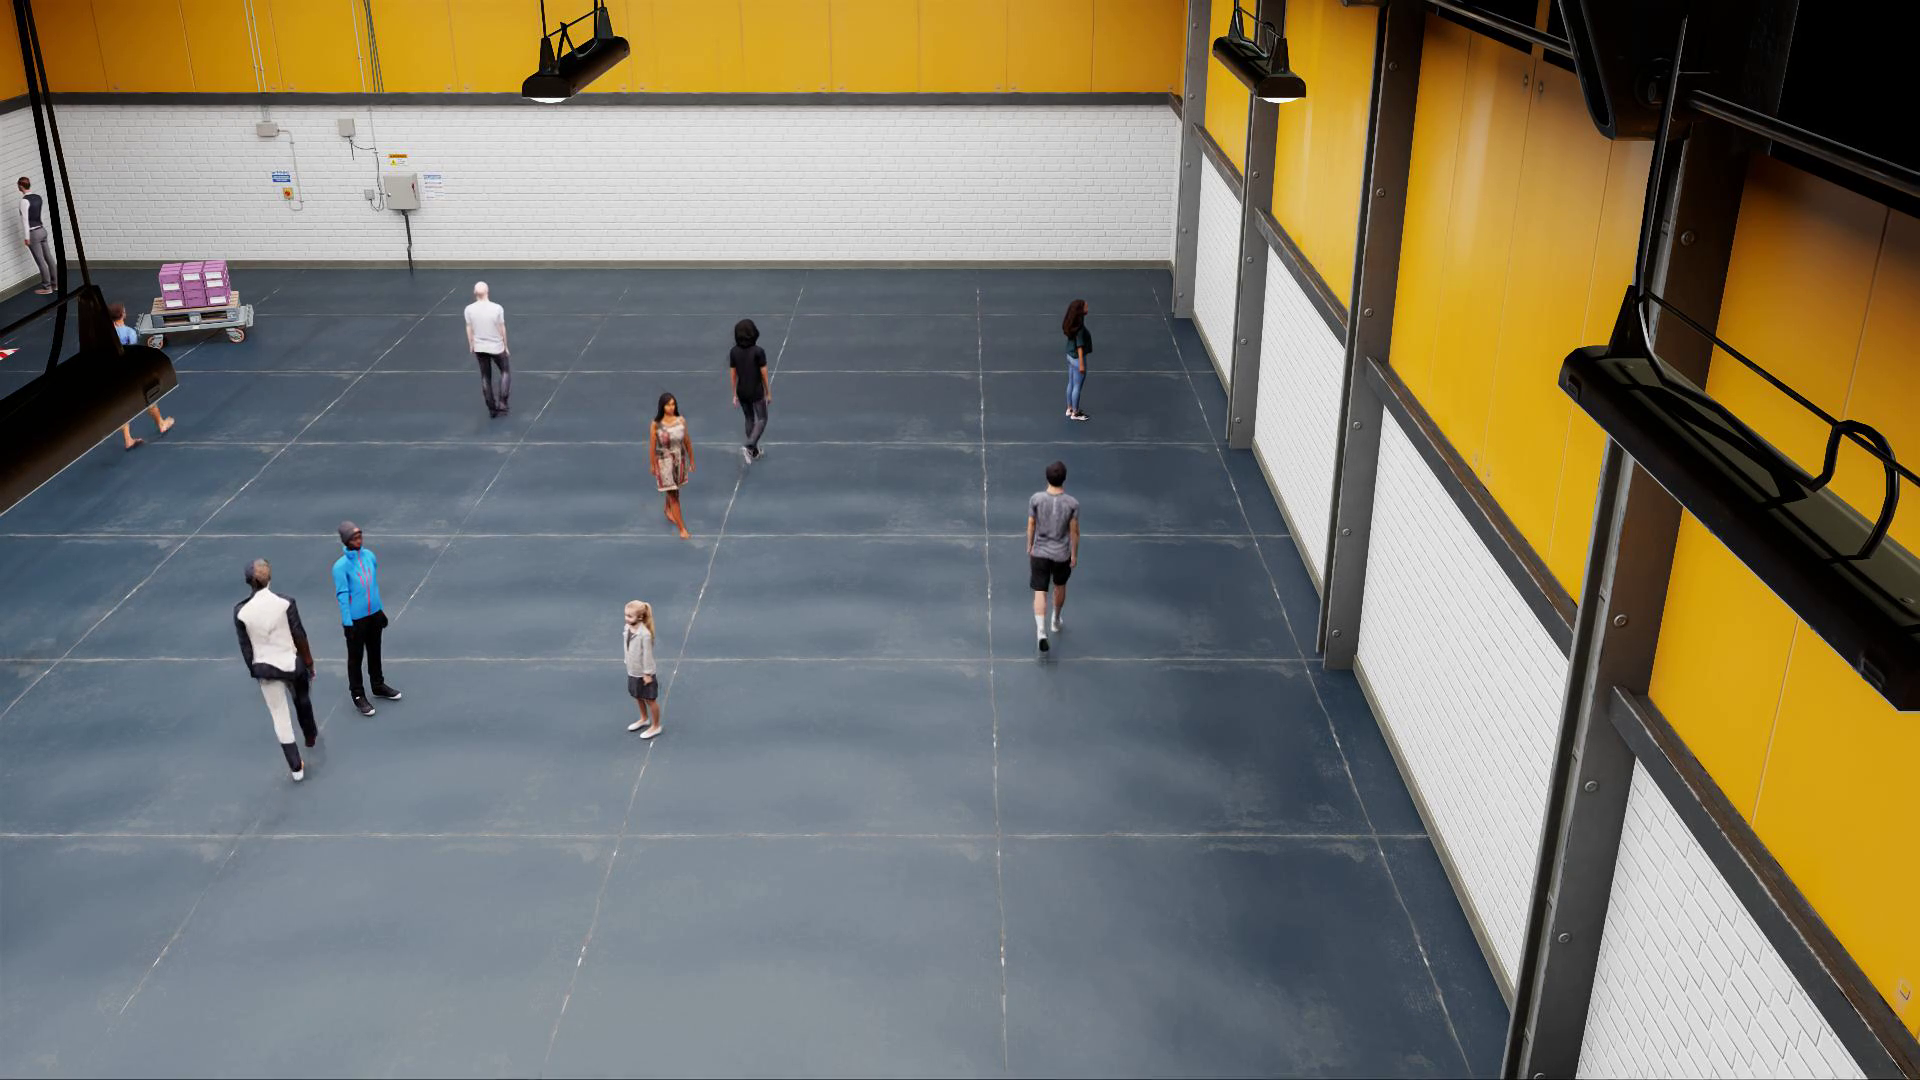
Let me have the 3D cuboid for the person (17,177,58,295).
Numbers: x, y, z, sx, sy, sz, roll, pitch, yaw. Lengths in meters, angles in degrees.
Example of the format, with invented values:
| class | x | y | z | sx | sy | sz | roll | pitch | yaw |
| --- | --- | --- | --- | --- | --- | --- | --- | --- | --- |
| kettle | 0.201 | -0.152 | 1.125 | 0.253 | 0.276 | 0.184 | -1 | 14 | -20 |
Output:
| class | x | y | z | sx | sy | sz | roll | pitch | yaw |
| --- | --- | --- | --- | --- | --- | --- | --- | --- | --- |
| person | -15.511 | -5.138 | 27.941 | 0.712 | 1.937 | 0.497 | 2 | 24 | 4 |

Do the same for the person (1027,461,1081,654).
| class | x | y | z | sx | sy | sz | roll | pitch | yaw |
| --- | --- | --- | --- | --- | --- | --- | --- | --- | --- |
| person | 0.859 | 0.174 | 15.914 | 0.769 | 1.839 | 1.156 | 3 | 24 | 7 |

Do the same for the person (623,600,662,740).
| class | x | y | z | sx | sy | sz | roll | pitch | yaw |
| --- | --- | --- | --- | --- | --- | --- | --- | --- | --- |
| person | -2.770 | 1.108 | 14.481 | 0.598 | 1.275 | 0.656 | 21 | 31 | 39 |

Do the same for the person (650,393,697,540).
| class | x | y | z | sx | sy | sz | roll | pitch | yaw |
| --- | --- | --- | --- | --- | --- | --- | --- | --- | --- |
| person | -3.250 | -0.870 | 18.599 | 0.997 | 1.599 | 1.207 | -14 | 27 | -28 |

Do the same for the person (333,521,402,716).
| class | x | y | z | sx | sy | sz | roll | pitch | yaw |
| --- | --- | --- | --- | --- | --- | --- | --- | --- | --- |
| person | -5.348 | 0.664 | 14.849 | 0.752 | 1.793 | 0.634 | 12 | 26 | 26 |

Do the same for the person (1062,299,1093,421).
| class | x | y | z | sx | sy | sz | roll | pitch | yaw |
| --- | --- | --- | --- | --- | --- | --- | --- | --- | --- |
| person | 1.551 | -2.411 | 22.102 | 0.719 | 1.617 | 0.610 | -6 | 24 | -13 |

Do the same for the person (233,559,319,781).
| class | x | y | z | sx | sy | sz | roll | pitch | yaw |
| --- | --- | --- | --- | --- | --- | --- | --- | --- | --- |
| person | -5.621 | 1.115 | 13.744 | 0.951 | 1.851 | 1.157 | -8 | 25 | -17 |

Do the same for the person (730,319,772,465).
| class | x | y | z | sx | sy | sz | roll | pitch | yaw |
| --- | --- | --- | --- | --- | --- | --- | --- | --- | --- |
| person | -2.593 | -1.799 | 20.450 | 0.805 | 1.820 | 0.983 | 6 | 24 | 14 |

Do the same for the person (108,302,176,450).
| class | x | y | z | sx | sy | sz | roll | pitch | yaw |
| --- | --- | --- | --- | --- | --- | --- | --- | --- | --- |
| person | -10.568 | -2.046 | 20.998 | 0.723 | 1.833 | 1.111 | 3 | 24 | 6 |

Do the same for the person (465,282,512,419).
| class | x | y | z | sx | sy | sz | roll | pitch | yaw |
| --- | --- | --- | --- | --- | --- | --- | --- | --- | --- |
| person | -6.252 | -2.495 | 22.036 | 0.693 | 1.825 | 0.654 | -2 | 24 | -4 |
